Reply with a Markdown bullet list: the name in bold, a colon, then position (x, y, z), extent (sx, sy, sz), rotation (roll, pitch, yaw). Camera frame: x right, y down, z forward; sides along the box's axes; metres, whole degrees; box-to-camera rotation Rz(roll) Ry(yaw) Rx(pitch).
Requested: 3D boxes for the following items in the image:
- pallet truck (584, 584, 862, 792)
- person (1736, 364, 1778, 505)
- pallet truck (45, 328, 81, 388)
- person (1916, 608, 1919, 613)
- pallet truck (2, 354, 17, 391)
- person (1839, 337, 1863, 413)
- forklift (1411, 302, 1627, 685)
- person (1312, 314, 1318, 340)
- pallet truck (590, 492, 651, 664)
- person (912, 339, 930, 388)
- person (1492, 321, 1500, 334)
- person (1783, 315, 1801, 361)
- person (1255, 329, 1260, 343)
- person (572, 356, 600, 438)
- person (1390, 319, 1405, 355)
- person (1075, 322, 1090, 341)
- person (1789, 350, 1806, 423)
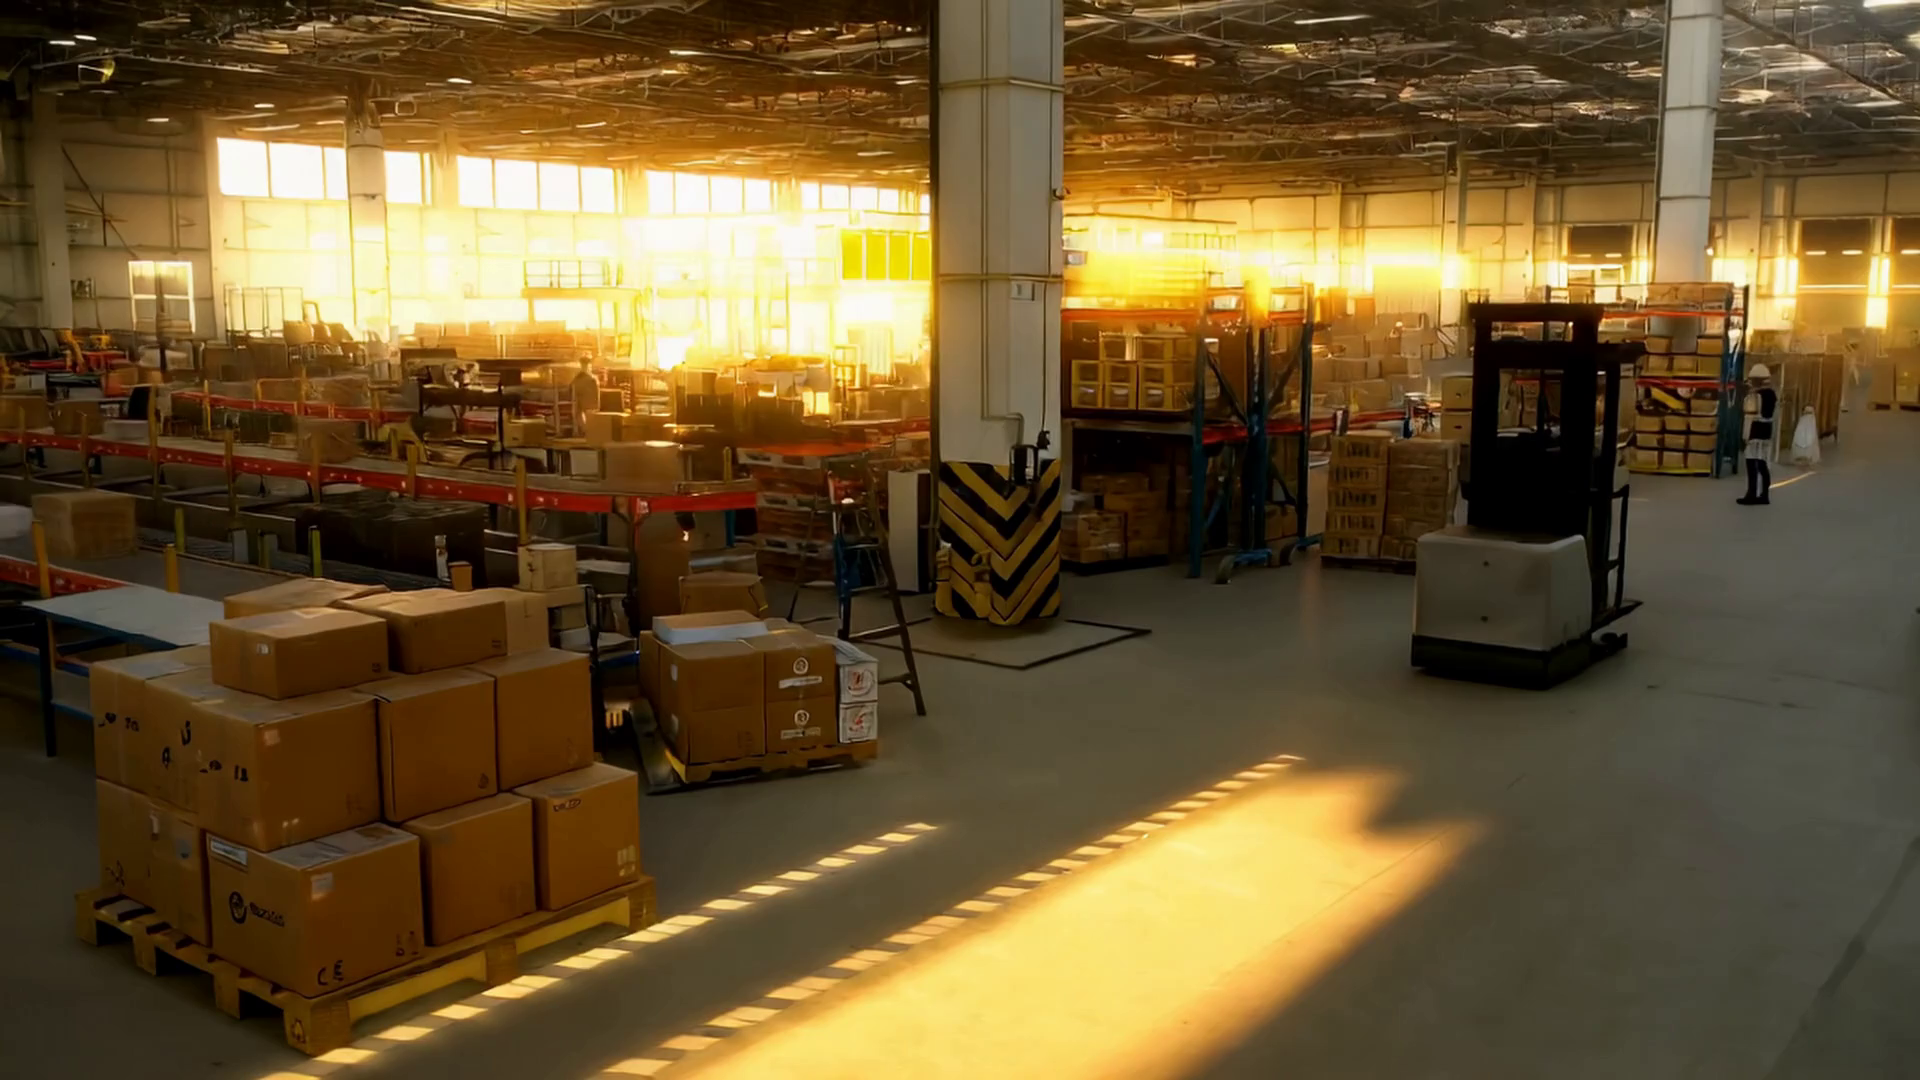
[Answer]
- **pallet truck**: position (-1.426, 0.805, 10.019), extent (1.601, 1.201, 0.680), rotation (-4, 9, -26)
- **person**: position (10.918, -1.436, 22.796), extent (0.539, 1.929, 0.383), rotation (-5, 10, -28)
- **pallet truck**: position (-23.775, -4.544, 43.495), extent (1.885, 1.965, 0.823), rotation (6, 10, 35)
- **person**: position (9.080, -0.260, 15.005), extent (0.718, 1.877, 0.654), rotation (-4, 9, -24)
- **pallet truck**: position (-24.881, -4.417, 42.634), extent (1.885, 1.965, 0.823), rotation (8, 11, 41)
- **person**: position (21.574, -3.966, 40.115), extent (0.705, 1.841, 0.560), rotation (8, 12, 44)
- **forklift**: position (4.379, -0.438, 12.852), extent (1.129, 2.768, 1.873), rotation (7, 11, 37)
- **person**: position (18.475, -10.938, 87.142), extent (0.622, 1.838, 0.429), rotation (2, 9, 12)
- **pallet truck**: position (-3.115, 0.344, 12.883), extent (0.653, 1.274, 1.630), rotation (7, 11, 37)
- **person**: position (-0.801, -3.395, 36.041), extent (0.557, 1.914, 0.754), rotation (5, 10, 30)
- **person**: position (25.787, -9.869, 79.762), extent (0.872, 1.904, 0.633), rotation (8, 12, 44)
- **person**: position (36.066, -8.693, 71.629), extent (0.971, 1.960, 0.617), rotation (-1, 9, -7)
- **person**: position (12.402, -8.163, 68.413), extent (0.510, 1.846, 0.346), rotation (2, 9, 14)
- **person**: position (-5.961, -2.002, 26.717), extent (0.437, 1.888, 0.667), rotation (1, 8, 6)
- **person**: position (16.683, -7.474, 63.447), extent (0.552, 1.936, 0.360), rotation (2, 9, 11)
- **person**: position (4.503, -7.143, 61.469), extent (0.628, 1.855, 0.743), rotation (3, 9, 19)
- **person**: position (18.662, -3.402, 37.009), extent (0.371, 1.626, 0.536), rotation (2, 9, 15)
